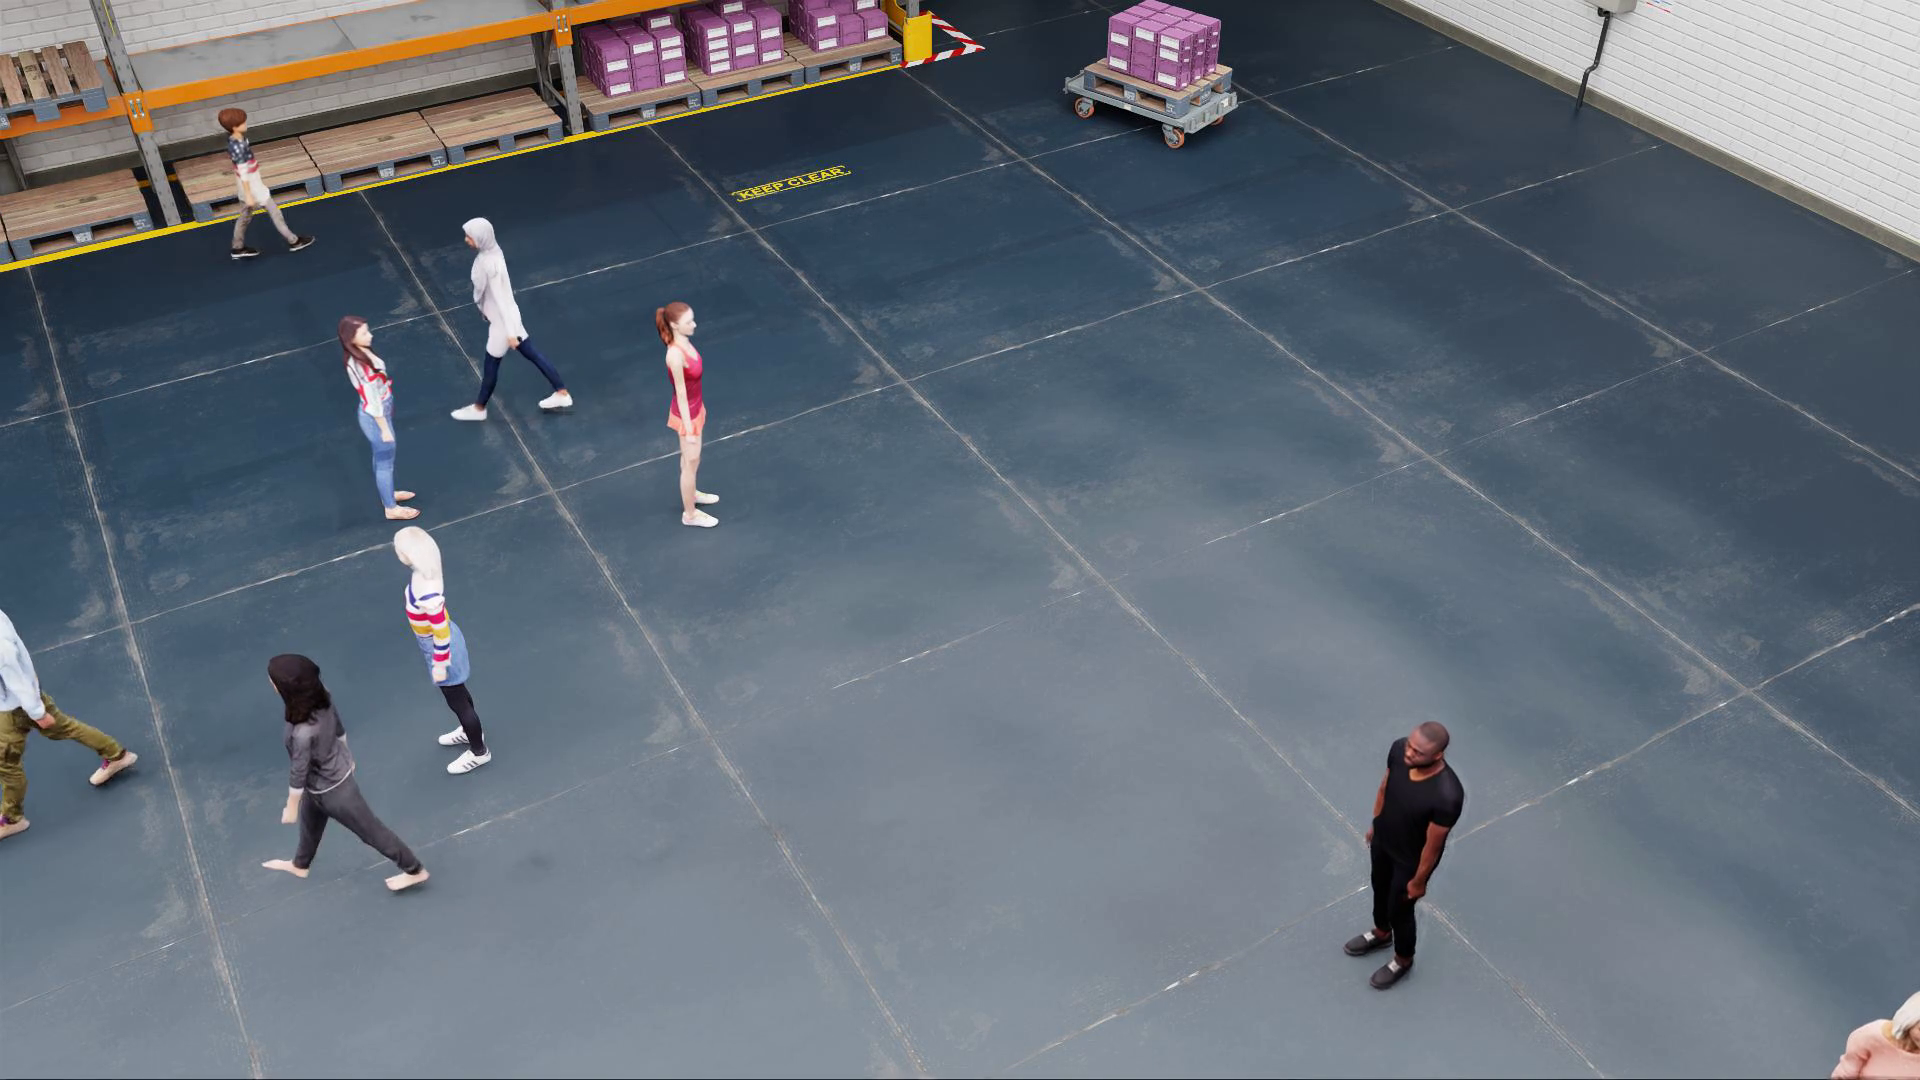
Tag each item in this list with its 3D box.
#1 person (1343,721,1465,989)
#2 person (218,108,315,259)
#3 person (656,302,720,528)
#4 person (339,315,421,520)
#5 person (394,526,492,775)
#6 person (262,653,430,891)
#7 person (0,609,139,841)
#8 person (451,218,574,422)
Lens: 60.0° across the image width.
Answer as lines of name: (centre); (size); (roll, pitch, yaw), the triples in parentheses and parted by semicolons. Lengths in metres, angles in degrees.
person: (2.312, 1.582, 8.573); (0.613, 1.815, 0.702); (-12, 40, -15)
person: (-6.389, -3.140, 14.814); (0.937, 1.405, 0.538); (-20, 43, -24)
person: (-1.916, -0.903, 11.737); (0.641, 1.750, 0.637); (-3, 39, -4)
person: (-4.150, -0.878, 11.817); (0.565, 1.611, 0.624); (-13, 40, -16)
person: (-3.038, 0.624, 9.777); (0.563, 1.809, 0.682); (-14, 41, -17)
person: (-3.298, 1.316, 8.982); (1.232, 1.720, 0.931); (-4, 39, -5)
person: (-5.301, 0.870, 9.503); (1.189, 1.768, 0.731); (-23, 44, -26)
person: (-3.386, -1.655, 12.702); (1.238, 1.721, 0.888); (-7, 39, -9)
